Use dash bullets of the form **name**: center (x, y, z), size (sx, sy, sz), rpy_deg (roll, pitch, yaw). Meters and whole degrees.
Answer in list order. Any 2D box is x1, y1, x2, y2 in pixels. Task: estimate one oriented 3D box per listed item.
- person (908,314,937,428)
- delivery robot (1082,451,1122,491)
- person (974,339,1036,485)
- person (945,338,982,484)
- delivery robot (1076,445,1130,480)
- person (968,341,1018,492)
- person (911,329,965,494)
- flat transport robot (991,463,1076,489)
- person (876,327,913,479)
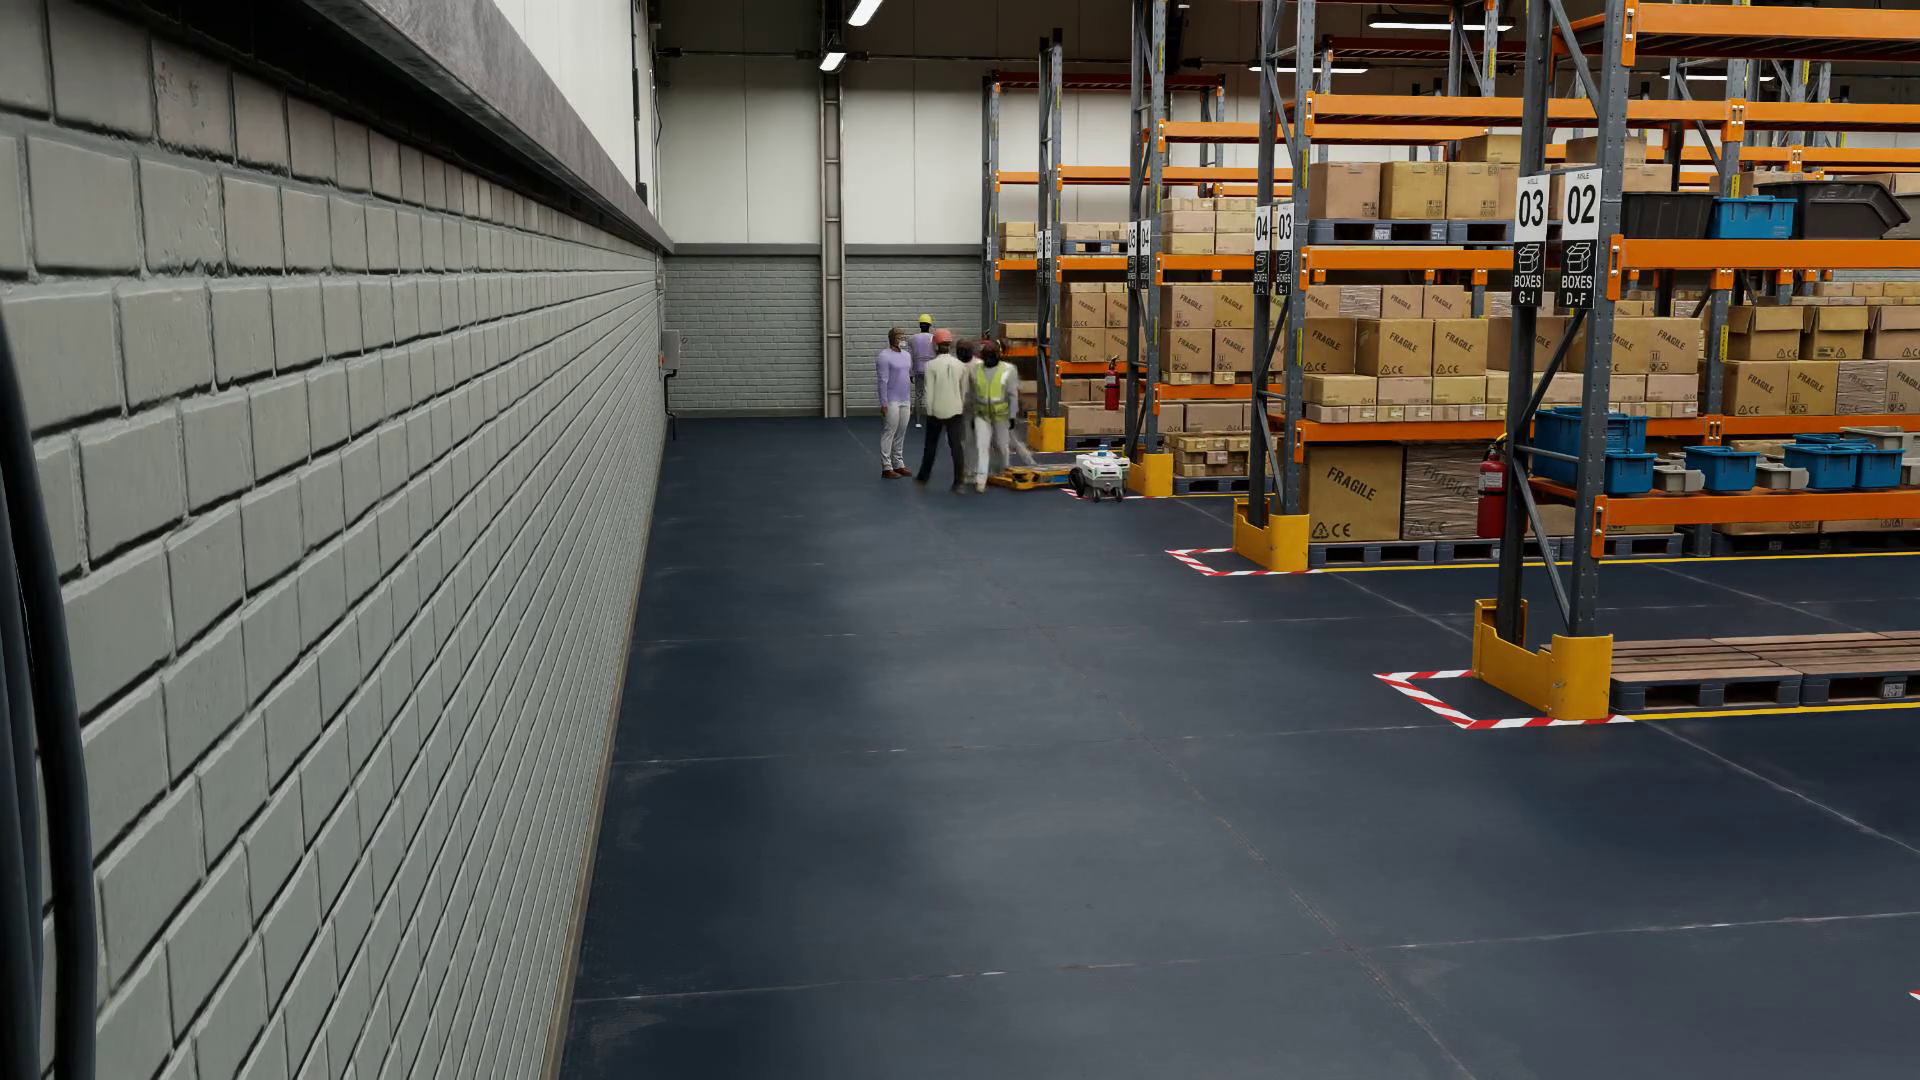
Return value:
- **person**: center (-0.583, -2.832, 27.970), size (0.586, 1.925, 0.369), rpy_deg (2, 9, 11)
- **delivery robot**: center (1.647, -0.788, 19.291), size (0.477, 0.478, 0.707), rpy_deg (-1, 9, -7)
- **person**: center (0.628, -1.585, 20.637), size (0.903, 1.820, 0.556), rpy_deg (-3, 10, -18)
- **person**: center (0.074, -1.594, 20.670), size (0.634, 1.817, 0.434), rpy_deg (6, 11, 31)
- **delivery robot**: center (1.718, -0.901, 19.985), size (0.477, 0.478, 0.707), rpy_deg (-6, 11, -34)
- **person**: center (0.408, -1.508, 20.181), size (0.640, 1.817, 0.812), rpy_deg (2, 9, 10)
- **person**: center (-0.226, -1.551, 20.009), size (0.639, 1.942, 0.938), rpy_deg (-6, 11, -32)
- **flat transport robot**: center (1.165, -0.801, 20.533), size (1.431, 0.197, 0.652), rpy_deg (-5, 10, -28)
- **person**: center (-0.819, -1.759, 21.307), size (0.357, 1.938, 0.638), rpy_deg (6, 11, 33)
